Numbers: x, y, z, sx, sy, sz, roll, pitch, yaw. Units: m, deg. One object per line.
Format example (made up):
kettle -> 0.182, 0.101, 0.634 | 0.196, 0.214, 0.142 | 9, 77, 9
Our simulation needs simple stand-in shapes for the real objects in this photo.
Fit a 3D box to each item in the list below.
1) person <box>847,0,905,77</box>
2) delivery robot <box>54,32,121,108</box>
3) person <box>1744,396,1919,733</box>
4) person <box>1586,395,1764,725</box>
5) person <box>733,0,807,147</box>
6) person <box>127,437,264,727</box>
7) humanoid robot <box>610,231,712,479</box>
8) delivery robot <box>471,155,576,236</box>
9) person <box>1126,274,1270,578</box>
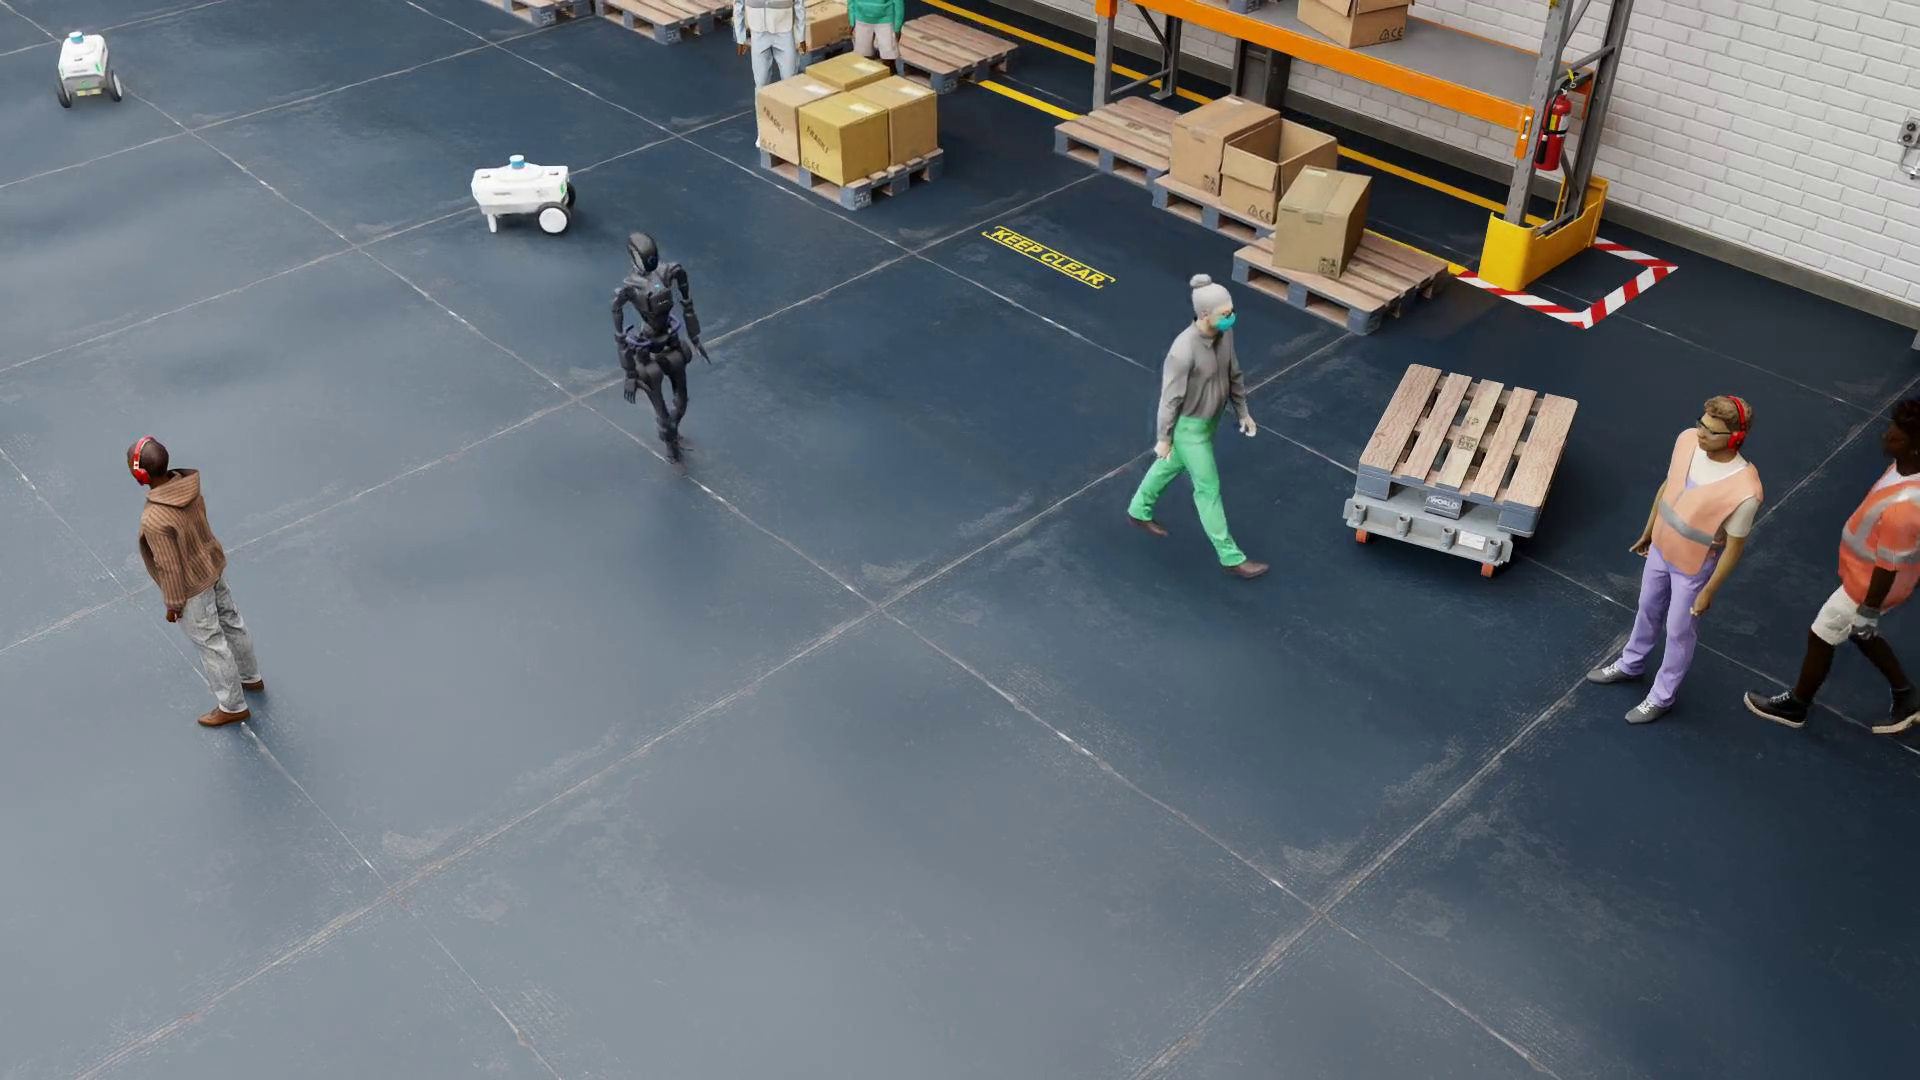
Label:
person -> -0.700, -4.402, 14.060 | 0.504, 1.843, 0.391 | 10, 38, 13
delivery robot -> -7.838, -4.243, 14.902 | 0.499, 0.582, 0.762 | -12, 39, -15
person -> 4.418, 0.189, 7.887 | 0.740, 1.947, 0.622 | 24, 43, 28
person -> 3.535, 0.092, 8.103 | 0.390, 1.846, 0.565 | -10, 38, -13
person -> -1.560, -4.181, 13.713 | 0.595, 1.908, 0.408 | 1, 37, 1
person -> -3.728, 0.201, 8.118 | 0.333, 1.651, 0.455 | 1, 37, 1
humanoid robot -> -1.813, -1.129, 9.884 | 0.505, 1.640, 0.603 | 27, 45, 31
delivery robot -> -3.339, -2.672, 12.848 | 0.784, 0.612, 0.525 | -4, 37, -5
person -> 1.343, -0.646, 9.134 | 0.967, 1.788, 0.501 | 21, 42, 25
